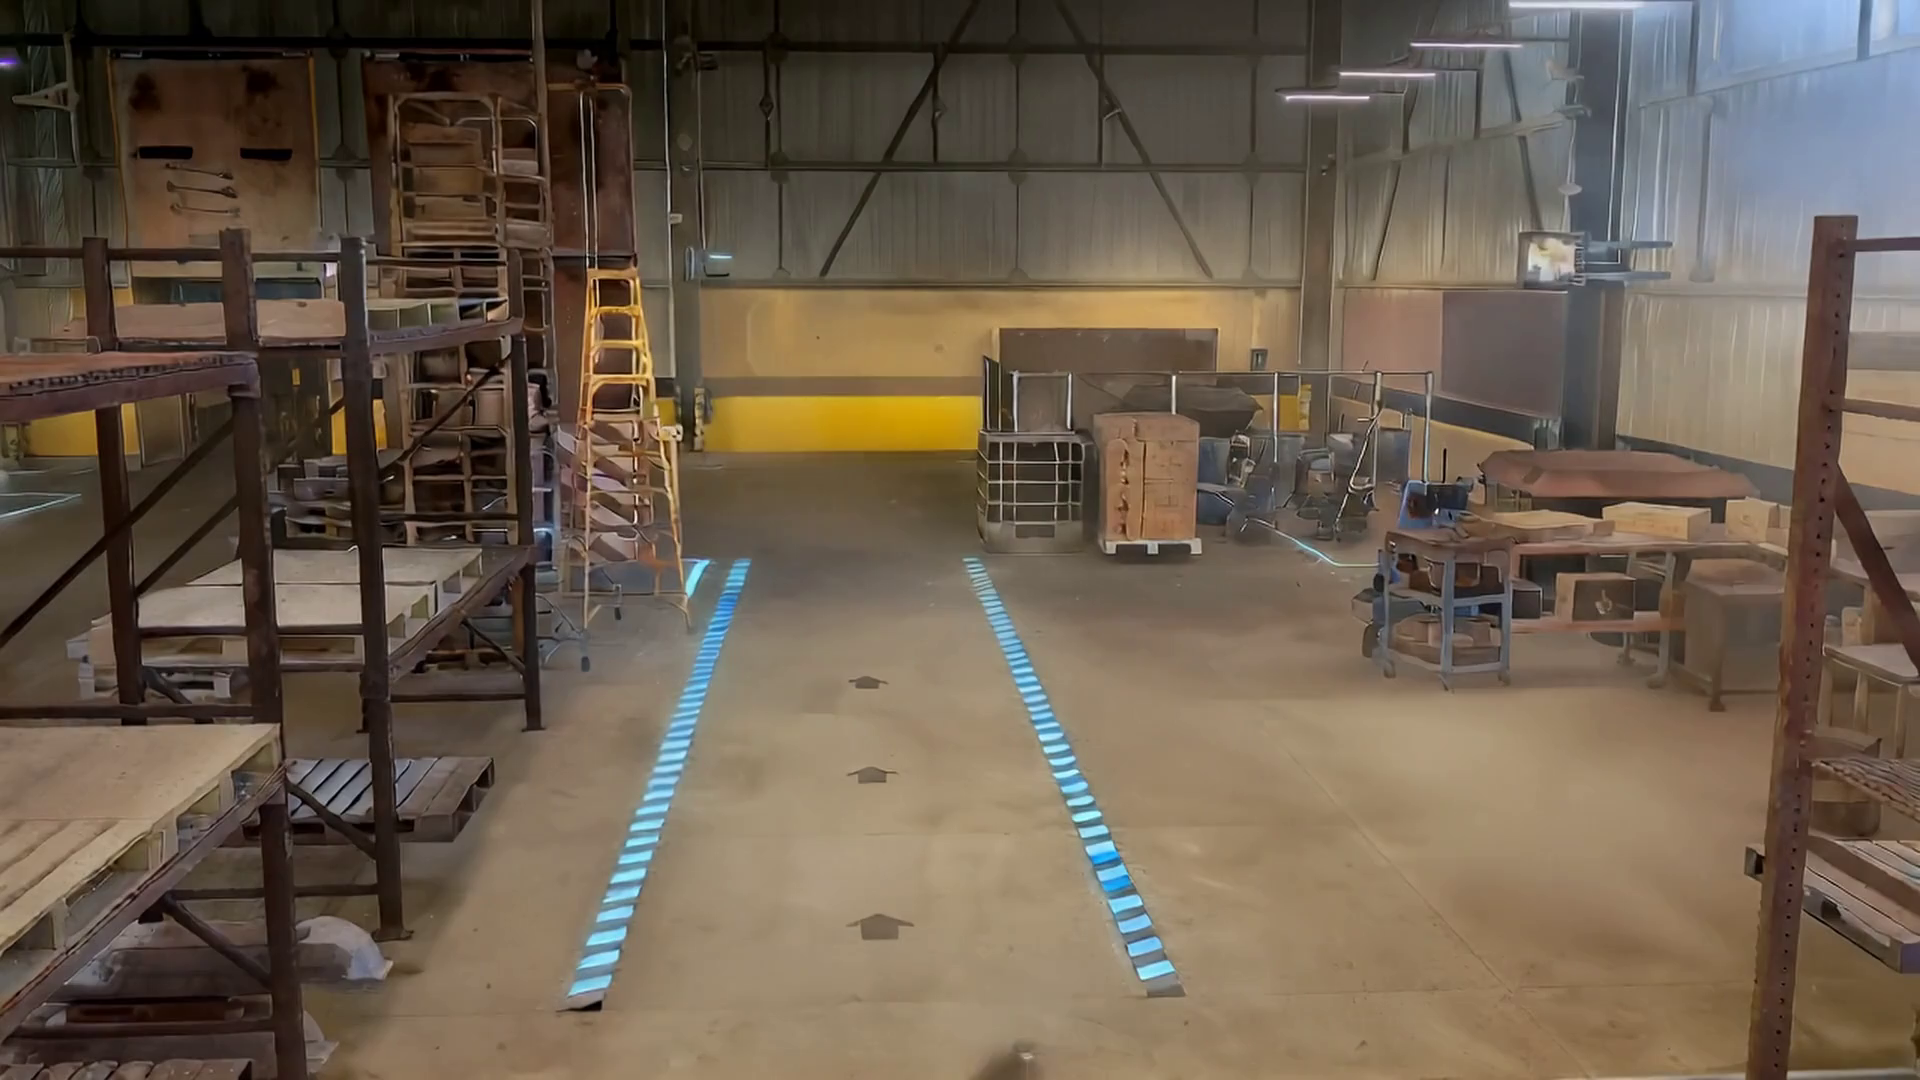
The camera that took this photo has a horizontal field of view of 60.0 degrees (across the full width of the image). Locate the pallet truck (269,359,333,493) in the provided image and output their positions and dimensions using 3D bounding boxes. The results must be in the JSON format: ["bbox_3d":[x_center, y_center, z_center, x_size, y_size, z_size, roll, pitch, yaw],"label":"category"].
[{"bbox_3d":[-7.062,-1.131,18.996,1.885,1.965,0.823,2,9,13],"label":"pallet truck"}]

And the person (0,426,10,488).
[{"bbox_3d":[-13.165,-1.660,22.539,0.389,1.930,0.544,-8,12,-41],"label":"person"}]

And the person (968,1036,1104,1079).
[{"bbox_3d":[0.292,1.584,2.321,0.968,1.894,0.670,0,9,1],"label":"person"}]
